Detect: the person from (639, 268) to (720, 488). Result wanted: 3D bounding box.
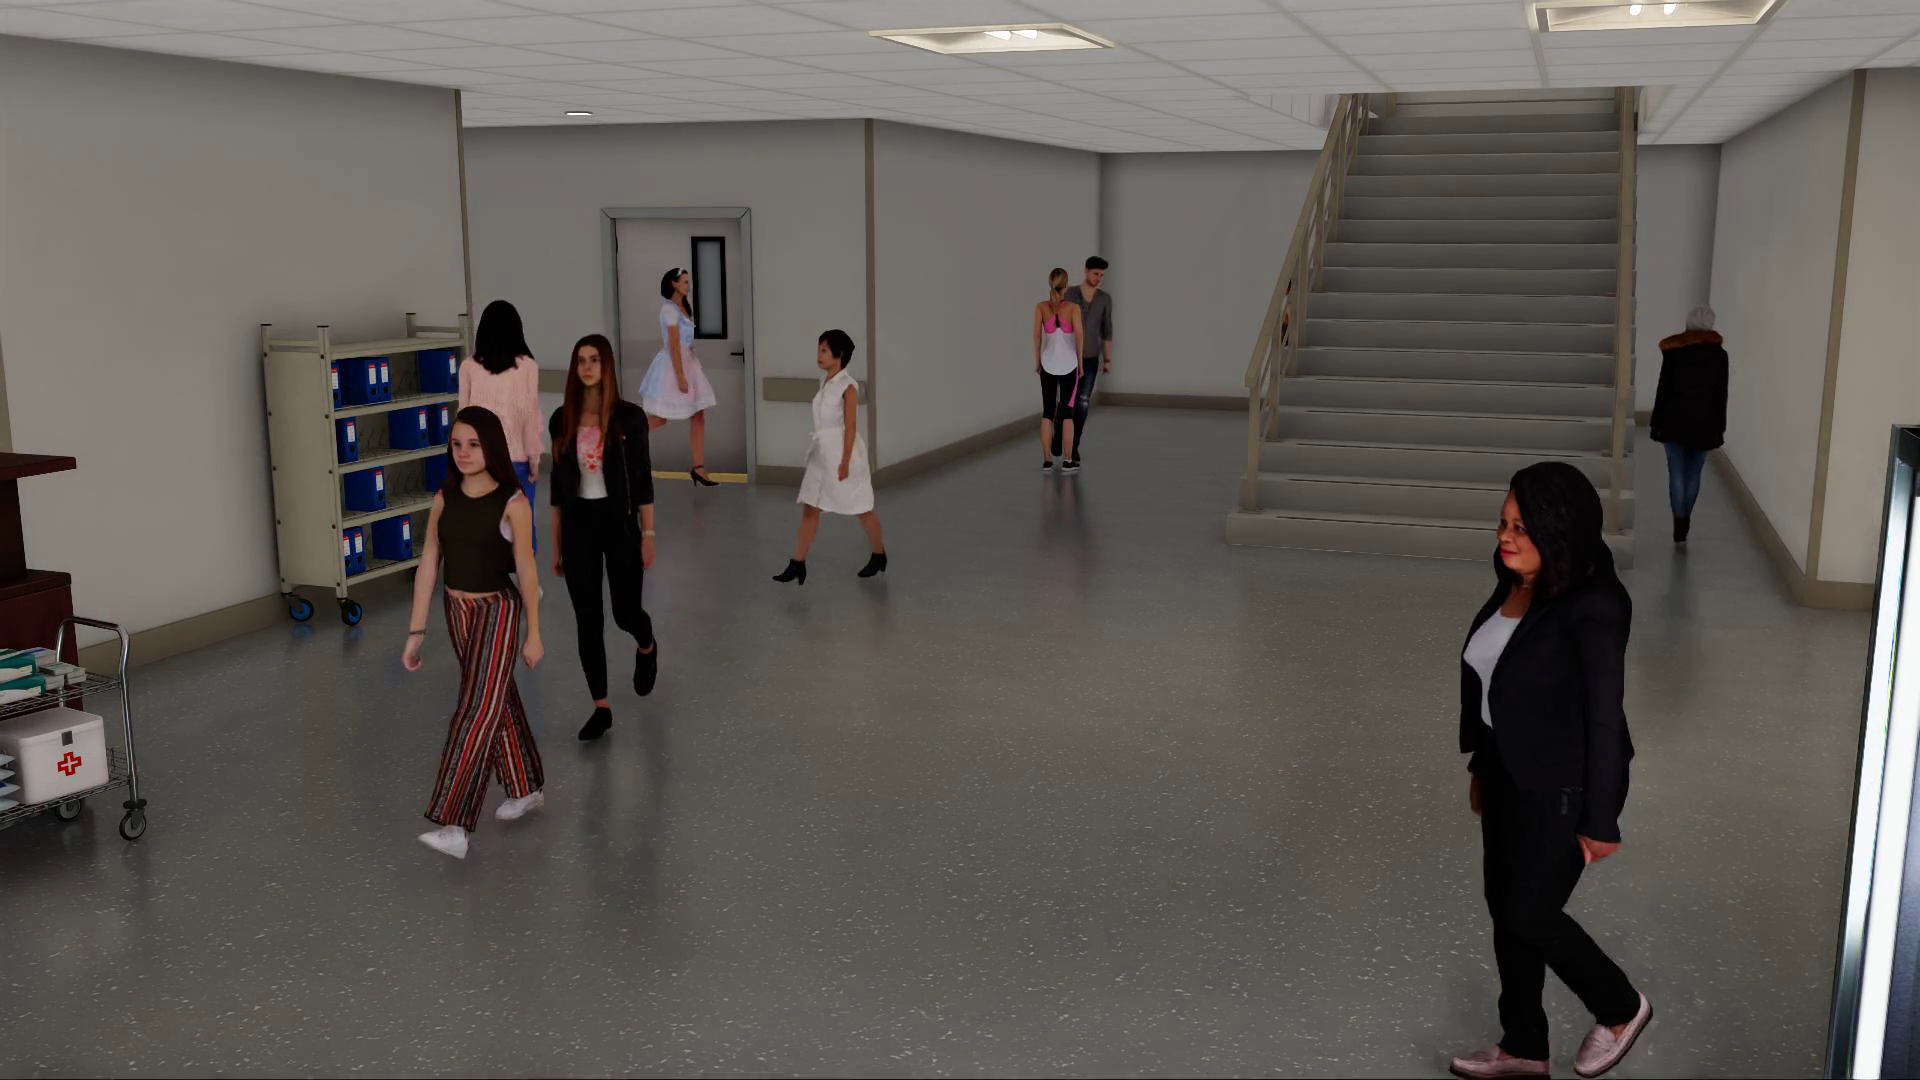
[{"bbox_3d":[-2.416,-1.295,13.605,0.817,1.787,1.126,2,11,13],"label":"person"}]

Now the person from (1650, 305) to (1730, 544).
[{"bbox_3d":[4.929,-0.752,11.251,0.627,1.599,1.009,4,11,19],"label":"person"}]

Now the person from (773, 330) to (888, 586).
[{"bbox_3d":[-0.658,-0.465,9.976,1.063,1.509,0.901,-8,13,-36],"label":"person"}]

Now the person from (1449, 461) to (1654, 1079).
[{"bbox_3d":[1.519,0.600,4.109,0.895,1.603,0.836,-2,11,-10],"label":"person"}]

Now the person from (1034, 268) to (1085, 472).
[{"bbox_3d":[0.872,-1.508,14.722,0.602,1.788,0.519,3,11,18],"label":"person"}]

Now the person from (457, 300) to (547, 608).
[{"bbox_3d":[-2.497,-0.383,8.956,0.934,1.728,1.237,0,11,-2],"label":"person"}]

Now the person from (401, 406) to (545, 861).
[{"bbox_3d":[-1.646,0.304,5.895,0.541,1.520,1.026,4,11,19],"label":"person"}]

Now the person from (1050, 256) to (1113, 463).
[{"bbox_3d":[1.083,-1.668,15.344,0.918,1.871,0.934,-1,11,-4],"label":"person"}]

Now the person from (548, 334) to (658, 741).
[{"bbox_3d":[-1.508,-0.026,7.161,0.735,1.697,0.966,1,11,6],"label":"person"}]

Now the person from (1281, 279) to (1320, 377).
[{"bbox_3d":[2.965,-1.524,14.843,0.728,1.775,0.611,3,11,16],"label":"person"}]
